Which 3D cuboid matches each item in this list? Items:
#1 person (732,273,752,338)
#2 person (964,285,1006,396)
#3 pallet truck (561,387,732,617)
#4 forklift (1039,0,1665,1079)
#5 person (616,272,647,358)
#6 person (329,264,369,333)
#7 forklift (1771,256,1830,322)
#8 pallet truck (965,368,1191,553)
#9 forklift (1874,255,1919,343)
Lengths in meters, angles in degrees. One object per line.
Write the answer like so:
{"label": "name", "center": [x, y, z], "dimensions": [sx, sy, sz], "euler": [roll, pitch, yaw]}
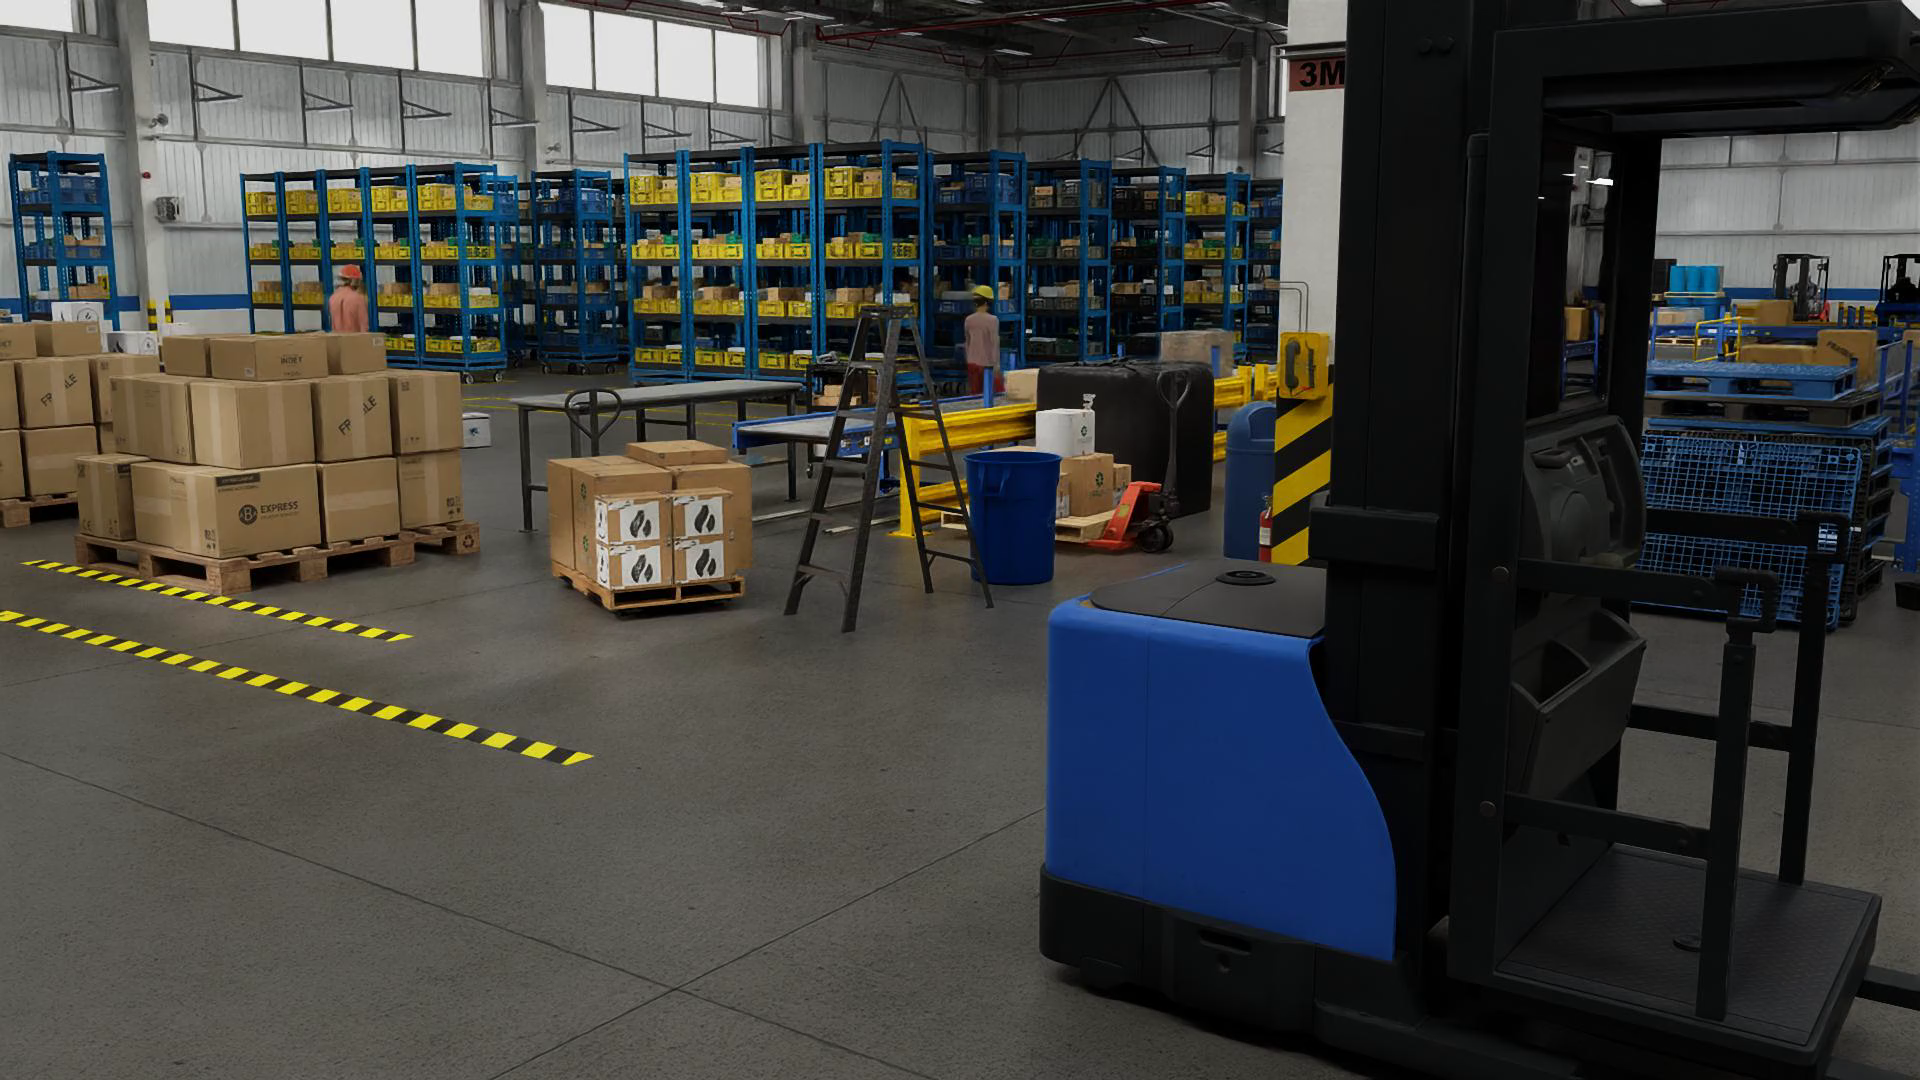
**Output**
{"label": "person", "center": [-4.149, -4.202, 31.789], "dimensions": [0.596, 1.809, 0.481], "euler": [9, 13, 42]}
{"label": "person", "center": [0.288, -1.931, 18.354], "dimensions": [0.554, 1.751, 0.438], "euler": [9, 13, 44]}
{"label": "pallet truck", "center": [-1.981, -0.274, 10.088], "dimensions": [0.680, 1.201, 1.601], "euler": [-5, 11, -28]}
{"label": "forklift", "center": [1.249, -0.137, 4.360], "dimensions": [1.873, 2.768, 1.129], "euler": [7, 12, 35]}
{"label": "person", "center": [-6.684, -4.576, 34.038], "dimensions": [0.994, 1.797, 0.588], "euler": [5, 11, 30]}
{"label": "person", "center": [-7.716, -2.496, 21.107], "dimensions": [0.616, 1.979, 0.443], "euler": [4, 10, 21]}
{"label": "forklift", "center": [20.253, -5.854, 40.139], "dimensions": [1.157, 1.987, 2.680], "euler": [7, 12, 35]}
{"label": "pallet truck", "center": [0.845, -0.609, 11.869], "dimensions": [1.630, 1.274, 0.653], "euler": [7, 12, 35]}
{"label": "forklift", "center": [22.089, -5.634, 38.796], "dimensions": [1.157, 1.987, 2.680], "euler": [6, 11, 33]}
